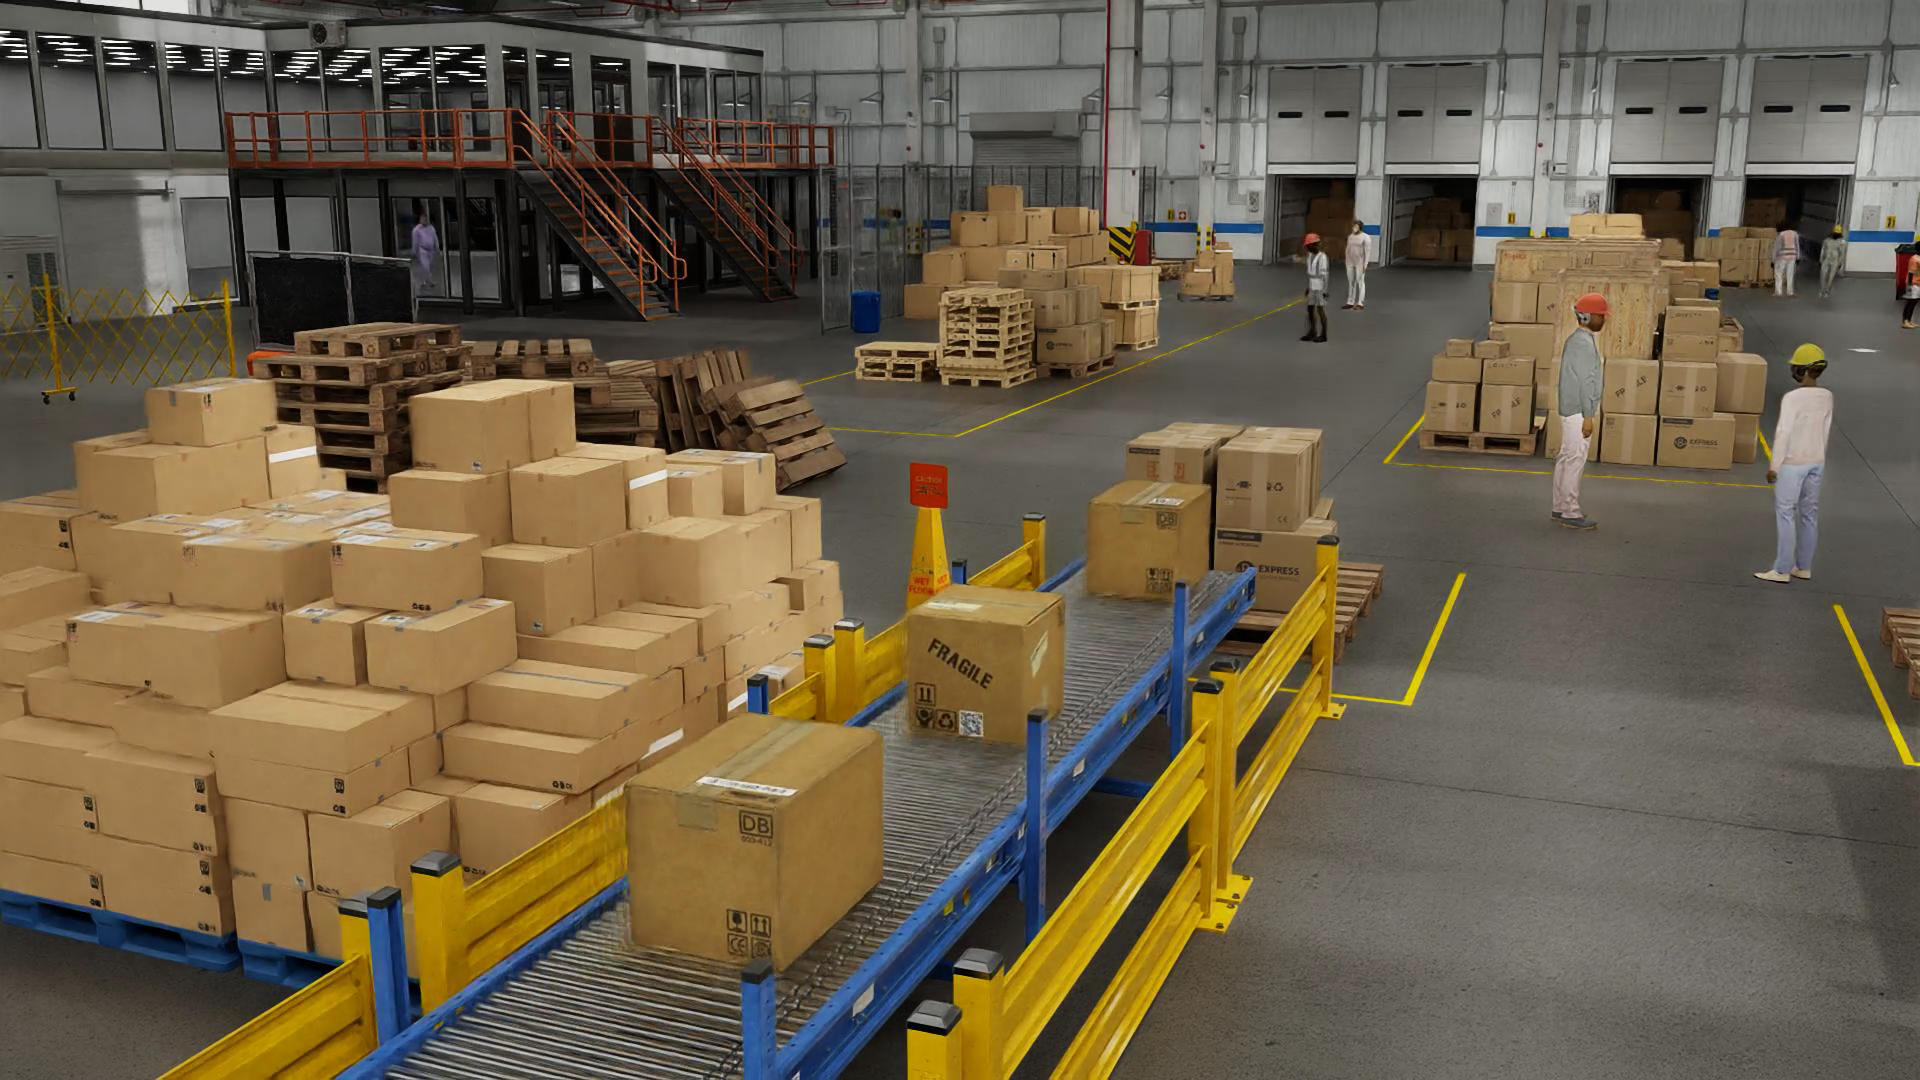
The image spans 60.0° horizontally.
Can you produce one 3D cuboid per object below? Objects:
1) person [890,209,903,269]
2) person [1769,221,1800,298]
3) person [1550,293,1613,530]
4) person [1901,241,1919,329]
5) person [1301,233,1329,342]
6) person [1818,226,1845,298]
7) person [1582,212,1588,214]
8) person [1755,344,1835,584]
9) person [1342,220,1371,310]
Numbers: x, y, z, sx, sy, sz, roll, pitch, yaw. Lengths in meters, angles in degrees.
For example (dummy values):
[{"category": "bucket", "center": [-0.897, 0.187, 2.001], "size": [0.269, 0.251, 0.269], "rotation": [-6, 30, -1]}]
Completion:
[{"category": "person", "center": [-1.906, -9.125, 50.497], "size": [0.449, 1.825, 0.654], "rotation": [-3, 13, -14]}, {"category": "person", "center": [19.542, -6.621, 39.347], "size": [0.770, 1.811, 0.433], "rotation": [-2, 13, -10]}, {"category": "person", "center": [5.254, -1.089, 14.079], "size": [0.379, 1.989, 0.622], "rotation": [1, 13, 6]}, {"category": "person", "center": [18.253, -4.881, 31.777], "size": [0.548, 1.692, 0.318], "rotation": [-11, 17, -40]}, {"category": "person", "center": [6.269, -4.431, 29.279], "size": [0.458, 1.913, 0.612], "rotation": [-4, 13, -17]}, {"category": "person", "center": [20.436, -6.503, 39.024], "size": [0.501, 1.685, 0.906], "rotation": [8, 15, 32]}, {"category": "person", "center": [15.754, -7.327, 42.158], "size": [0.400, 1.949, 0.605], "rotation": [10, 16, 37]}, {"category": "person", "center": [6.165, -0.560, 12.242], "size": [0.526, 1.761, 0.331], "rotation": [-6, 14, -25]}, {"category": "person", "center": [8.588, -5.953, 36.019], "size": [0.369, 1.939, 0.631], "rotation": [-9, 15, -34]}]
